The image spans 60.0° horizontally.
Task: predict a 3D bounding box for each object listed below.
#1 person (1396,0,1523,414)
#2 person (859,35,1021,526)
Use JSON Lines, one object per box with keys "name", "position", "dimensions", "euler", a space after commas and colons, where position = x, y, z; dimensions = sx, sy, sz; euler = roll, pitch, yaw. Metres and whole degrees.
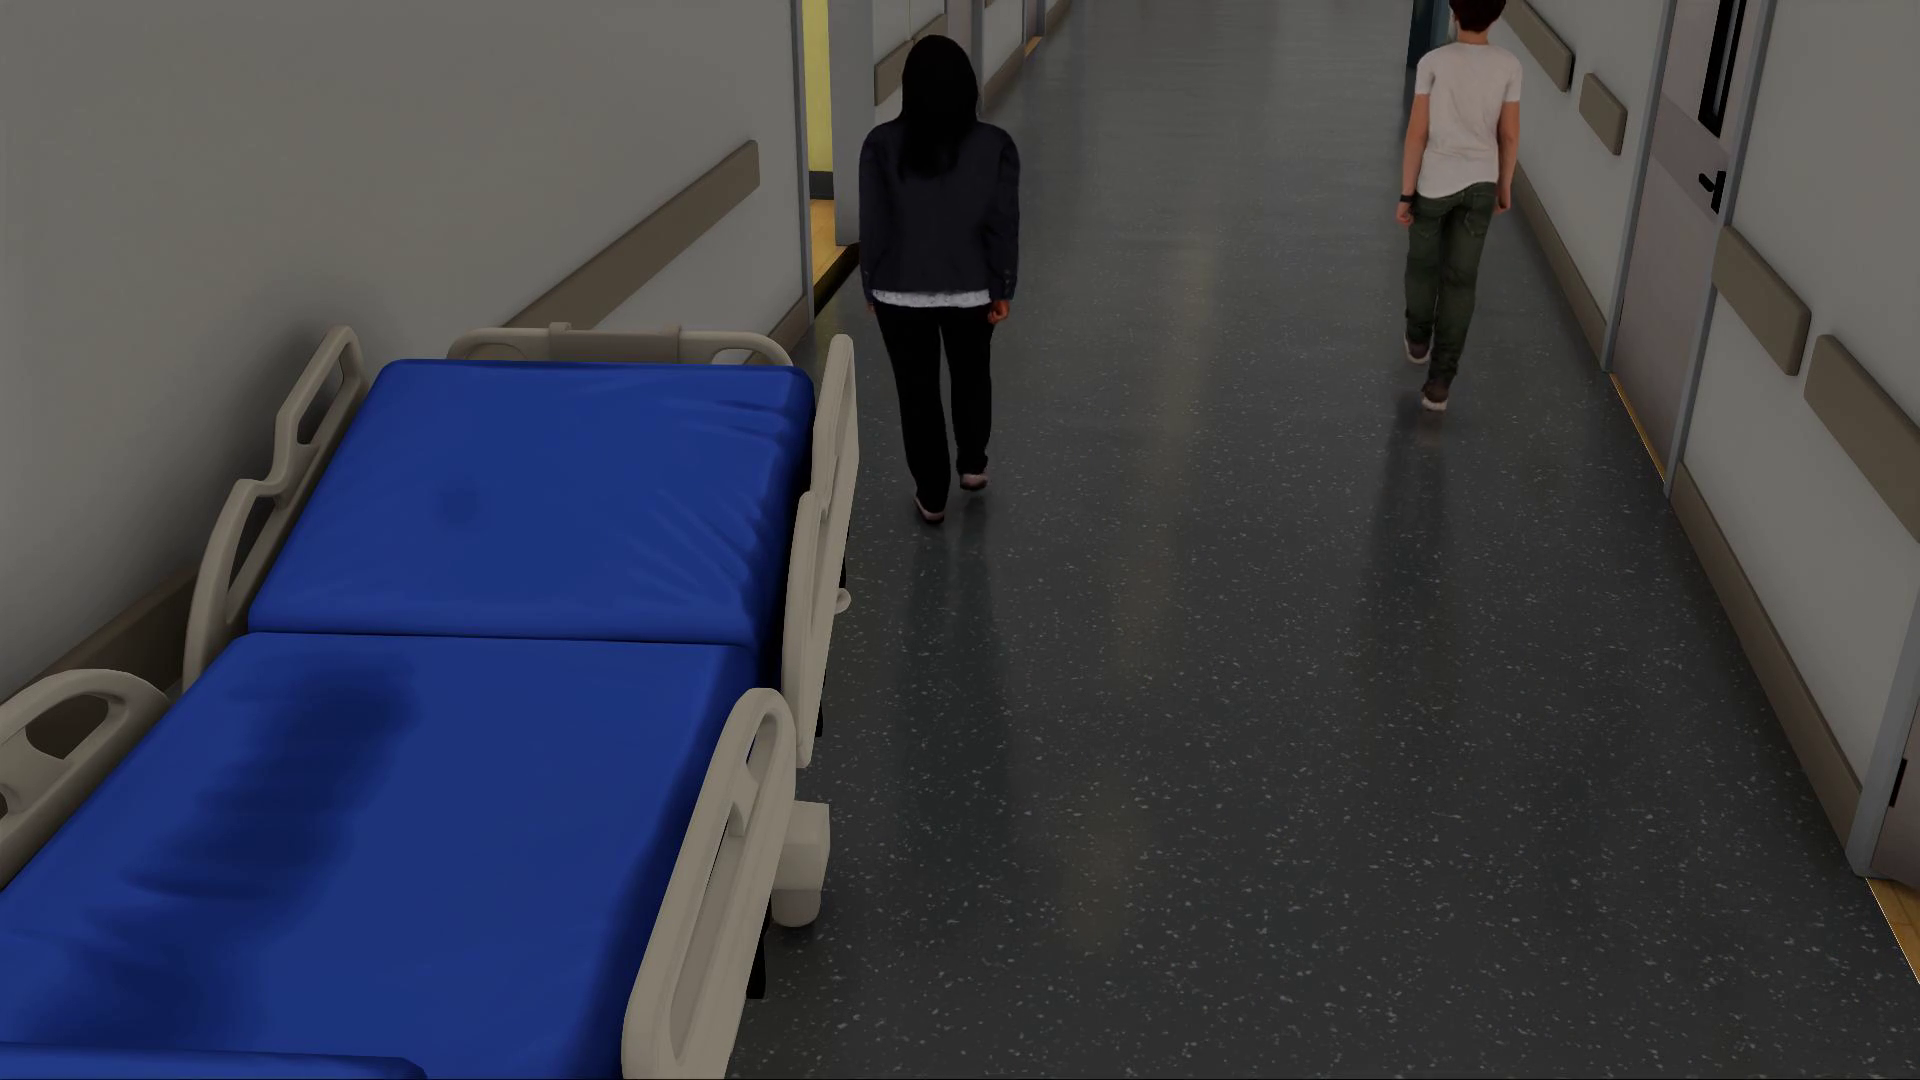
{"name": "person", "position": [1.894, -1.281, 6.365], "dimensions": [1.053, 1.609, 0.654], "euler": [5, 26, 10]}
{"name": "person", "position": [-0.069, -0.794, 5.381], "dimensions": [0.707, 1.586, 0.814], "euler": [-4, 26, -8]}
